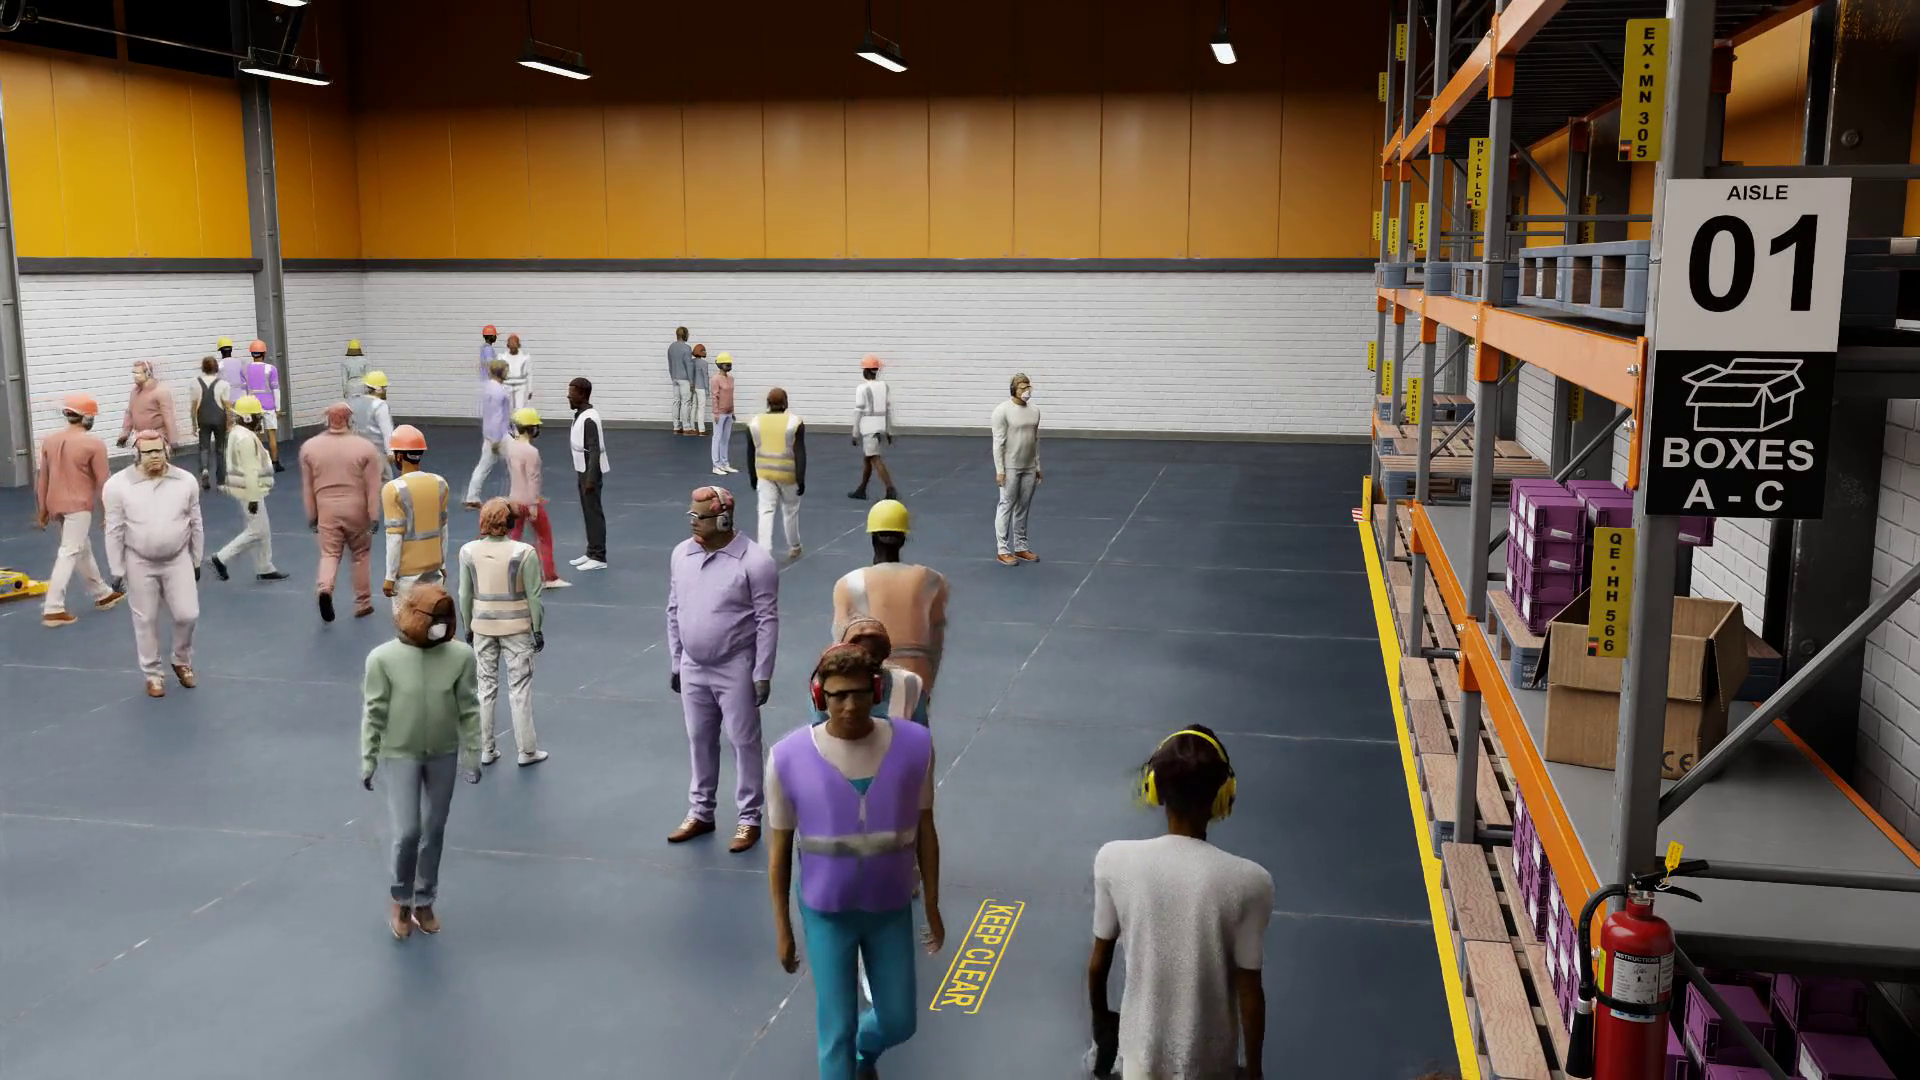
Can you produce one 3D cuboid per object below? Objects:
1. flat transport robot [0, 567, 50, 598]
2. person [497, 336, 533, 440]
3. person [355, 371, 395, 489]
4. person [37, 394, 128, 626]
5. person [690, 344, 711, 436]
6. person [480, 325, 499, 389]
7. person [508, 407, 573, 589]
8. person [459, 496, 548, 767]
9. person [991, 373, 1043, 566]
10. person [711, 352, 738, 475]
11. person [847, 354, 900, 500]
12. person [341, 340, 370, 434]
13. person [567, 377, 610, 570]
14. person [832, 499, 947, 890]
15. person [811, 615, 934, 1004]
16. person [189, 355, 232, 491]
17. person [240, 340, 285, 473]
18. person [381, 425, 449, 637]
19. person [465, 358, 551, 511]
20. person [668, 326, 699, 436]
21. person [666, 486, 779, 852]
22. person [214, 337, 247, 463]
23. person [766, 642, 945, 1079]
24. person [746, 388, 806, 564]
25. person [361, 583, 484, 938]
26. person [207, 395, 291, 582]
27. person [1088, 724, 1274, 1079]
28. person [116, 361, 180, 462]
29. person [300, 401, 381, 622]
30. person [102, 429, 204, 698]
[{"bbox_3d":[-8.954,0.459,14.769,0.652,0.197,1.431,4,10,24],"label":"flat transport robot"},{"bbox_3d":[-7.588,-2.569,28.361,0.570,1.828,1.047,-1,9,-5],"label":"person"},{"bbox_3d":[-6.898,-1.083,19.494,0.884,1.798,0.602,-9,13,-44],"label":"person"},{"bbox_3d":[-7.533,-0.276,14.205,0.617,1.922,1.024,3,10,19],"label":"person"},{"bbox_3d":[-4.631,-2.666,29.534,0.497,1.627,0.287,8,12,40],"label":"person"},{"bbox_3d":[-8.473,-2.909,30.051,0.358,1.938,0.542,-5,11,-27],"label":"person"},{"bbox_3d":[-4.062,-0.363,15.352,0.858,1.730,0.553,-8,12,-40],"label":"person"},{"bbox_3d":[-2.765,0.558,10.057,0.518,1.639,0.312,2,10,9],"label":"person"},{"bbox_3d":[0.591,-0.720,16.857,0.627,1.941,0.371,-9,13,-42],"label":"person"},{"bbox_3d":[-3.410,-1.831,24.061,0.319,1.771,0.523,4,10,24],"label":"person"},{"bbox_3d":[-1.085,-1.412,21.172,0.971,1.899,0.557,8,12,40],"label":"person"},{"bbox_3d":[-10.354,-2.565,28.560,0.483,1.745,0.299,-3,10,-17],"label":"person"},{"bbox_3d":[-3.697,-0.662,16.568,0.397,1.919,0.590,-4,10,-21],"label":"person"},{"bbox_3d":[-0.354,0.742,8.293,0.608,1.868,1.042,-2,10,-13],"label":"person"},{"bbox_3d":[-0.383,1.087,6.944,0.519,1.623,0.485,-4,10,-22],"label":"person"},{"bbox_3d":[-9.949,-1.537,22.092,0.520,1.832,0.623,-3,10,-15],"label":"person"},{"bbox_3d":[-10.155,-1.940,24.202,0.543,1.942,0.349,-1,9,-5],"label":"person"},{"bbox_3d":[-3.773,0.172,11.489,0.356,1.937,0.552,5,11,27],"label":"person"},{"bbox_3d":[-5.644,-1.292,20.473,1.026,1.888,0.632,-5,11,-27],"label":"person"},{"bbox_3d":[-4.922,-2.821,29.518,0.630,1.940,0.372,9,13,43],"label":"person"},{"bbox_3d":[-1.256,0.664,8.628,0.642,1.905,0.399,5,10,26],"label":"person"},{"bbox_3d":[-11.163,-2.135,25.452,0.387,1.916,0.585,7,12,36],"label":"person"},{"bbox_3d":[-0.356,1.213,5.548,0.585,1.826,0.584,-3,10,-17],"label":"person"},{"bbox_3d":[-1.856,-0.647,16.876,0.649,1.791,0.980,2,10,9],"label":"person"},{"bbox_3d":[-2.407,0.991,7.486,0.525,1.613,0.417,-6,11,-34],"label":"person"},{"bbox_3d":[-6.753,-0.466,15.705,0.659,1.812,0.604,-5,11,-28],"label":"person"},{"bbox_3d":[0.580,1.393,4.499,0.540,1.823,0.971,4,10,21],"label":"person"},{"bbox_3d":[-9.869,-1.224,20.117,0.668,1.871,0.887,7,12,36],"label":"person"},{"bbox_3d":[-5.245,-0.228,14.096,0.643,1.885,0.722,-1,9,-6],"label":"person"},{"bbox_3d":[-5.623,0.170,11.659,0.651,1.892,0.436,-7,11,-35],"label":"person"}]
